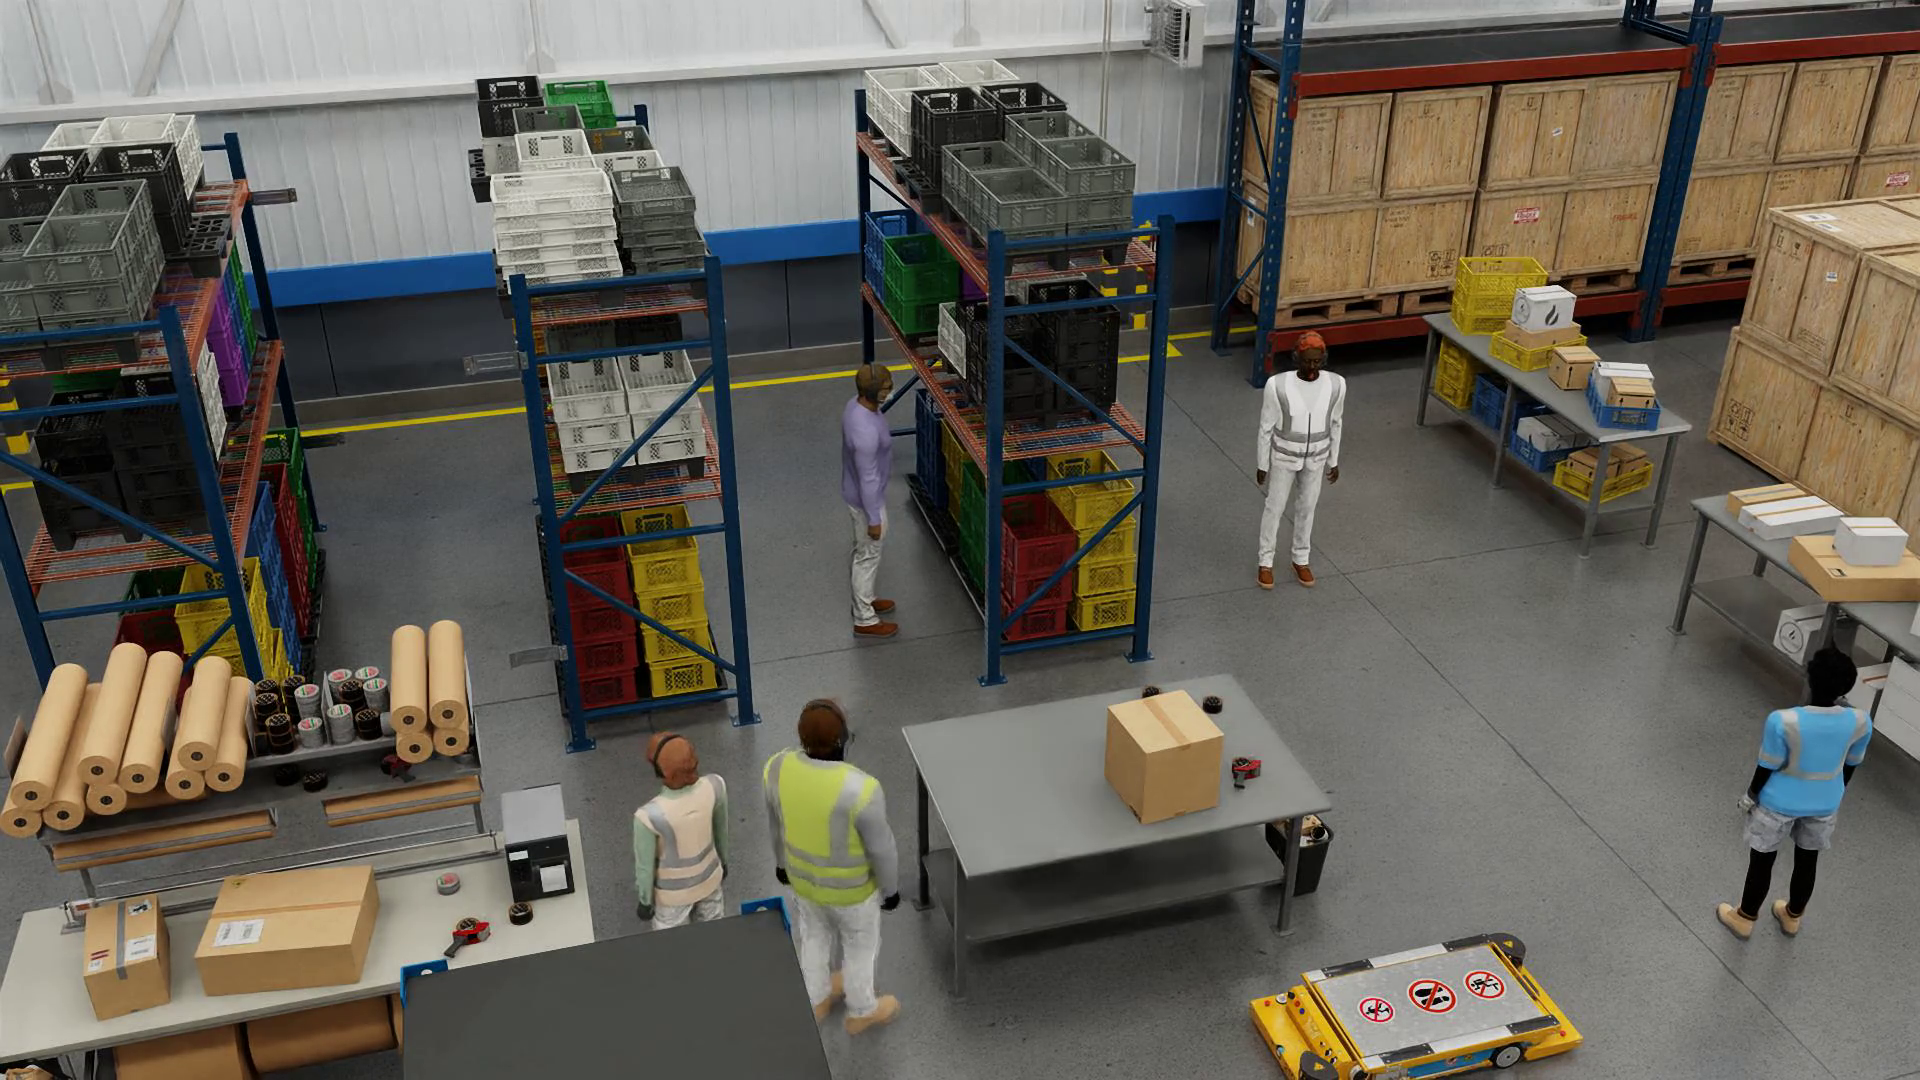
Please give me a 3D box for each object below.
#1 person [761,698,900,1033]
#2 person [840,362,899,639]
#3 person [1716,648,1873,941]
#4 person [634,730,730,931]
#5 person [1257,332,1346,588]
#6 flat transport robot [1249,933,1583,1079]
[{"bbox_3d":[-0.589,1.555,7.703,0.673,1.827,0.435,16,33,27],"label":"person"},{"bbox_3d":[-0.596,-0.264,10.903,0.371,1.932,0.634,-3,29,-6],"label":"person"},{"bbox_3d":[4.177,1.287,8.320,0.531,1.697,0.320,-1,29,-1],"label":"person"},{"bbox_3d":[-1.281,1.612,7.798,0.317,1.629,0.523,25,38,38],"label":"person"},{"bbox_3d":[2.331,-0.544,11.461,0.585,1.882,0.340,-3,29,-6],"label":"person"},{"bbox_3d":[2.184,2.282,7.980,1.431,0.197,0.652,-8,30,-14],"label":"flat transport robot"}]
